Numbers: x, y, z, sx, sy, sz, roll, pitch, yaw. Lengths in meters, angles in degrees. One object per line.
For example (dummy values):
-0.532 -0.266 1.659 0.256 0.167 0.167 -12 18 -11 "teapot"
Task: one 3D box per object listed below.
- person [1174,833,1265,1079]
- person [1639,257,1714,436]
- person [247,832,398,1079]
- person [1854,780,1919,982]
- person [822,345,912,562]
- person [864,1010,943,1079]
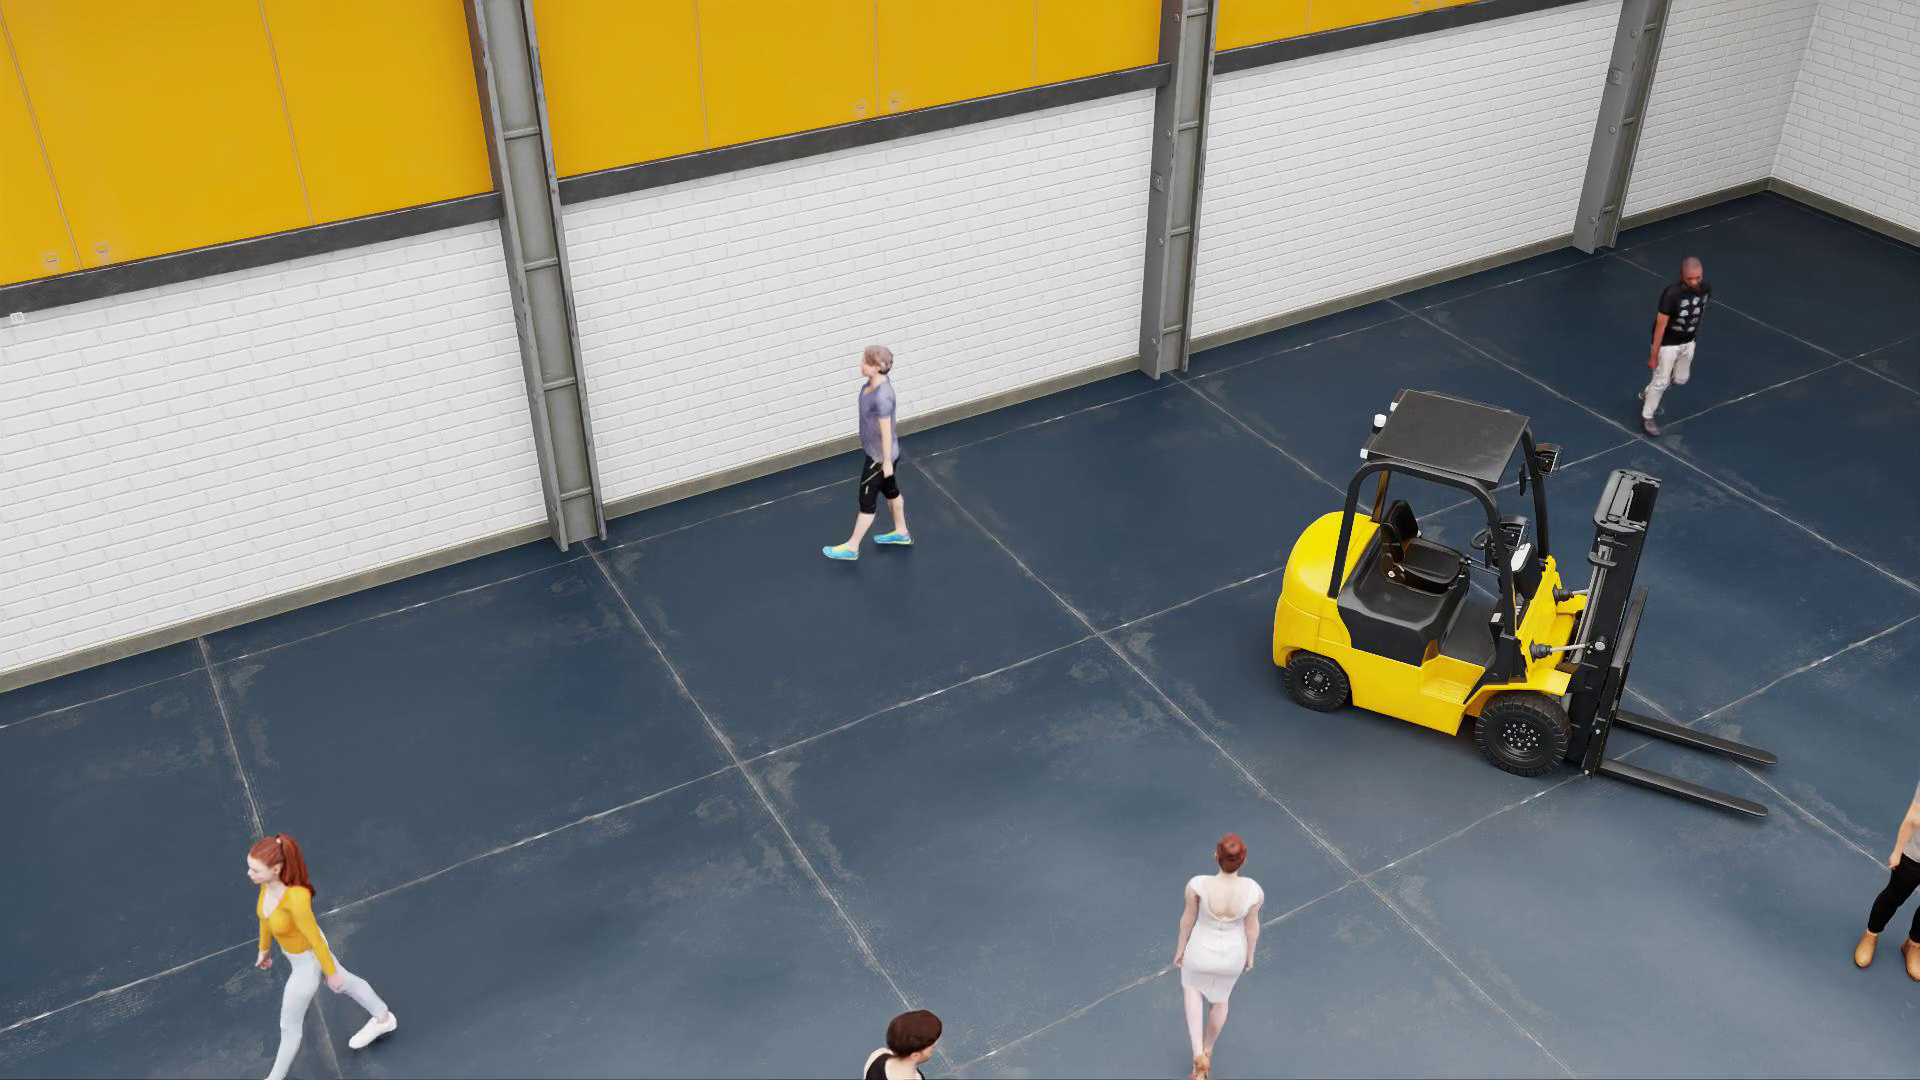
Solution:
1.348 2.289 8.826 0.817 1.782 0.859 4 34 6 "person"
6.392 -1.771 14.947 0.840 1.768 0.879 -16 37 -23 "person"
-3.447 2.228 9.002 1.216 1.689 0.763 -26 42 -34 "person"
5.640 1.808 9.600 0.686 1.725 0.721 12 36 18 "person"
-0.565 -0.700 13.248 1.095 1.865 0.918 -5 34 -7 "person"
-0.246 2.911 7.792 0.574 1.891 0.683 -19 38 -26 "person"
